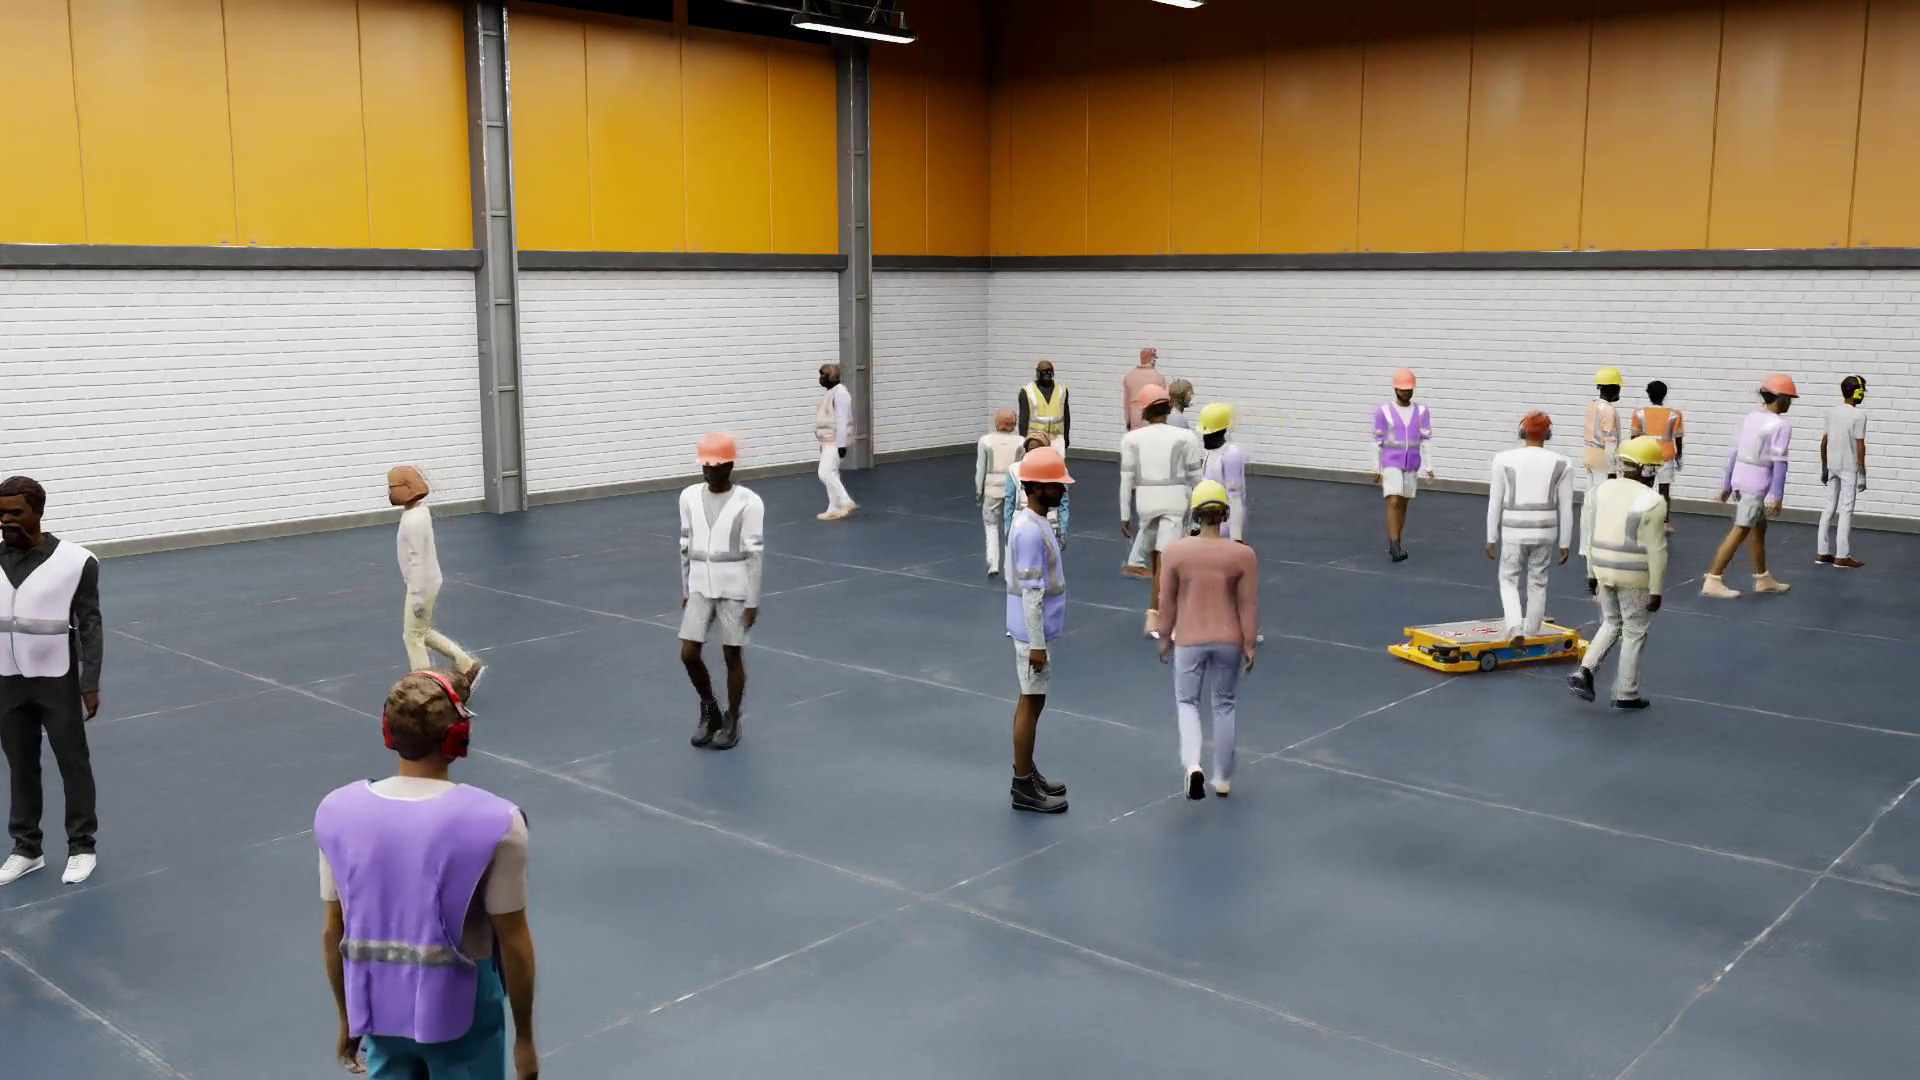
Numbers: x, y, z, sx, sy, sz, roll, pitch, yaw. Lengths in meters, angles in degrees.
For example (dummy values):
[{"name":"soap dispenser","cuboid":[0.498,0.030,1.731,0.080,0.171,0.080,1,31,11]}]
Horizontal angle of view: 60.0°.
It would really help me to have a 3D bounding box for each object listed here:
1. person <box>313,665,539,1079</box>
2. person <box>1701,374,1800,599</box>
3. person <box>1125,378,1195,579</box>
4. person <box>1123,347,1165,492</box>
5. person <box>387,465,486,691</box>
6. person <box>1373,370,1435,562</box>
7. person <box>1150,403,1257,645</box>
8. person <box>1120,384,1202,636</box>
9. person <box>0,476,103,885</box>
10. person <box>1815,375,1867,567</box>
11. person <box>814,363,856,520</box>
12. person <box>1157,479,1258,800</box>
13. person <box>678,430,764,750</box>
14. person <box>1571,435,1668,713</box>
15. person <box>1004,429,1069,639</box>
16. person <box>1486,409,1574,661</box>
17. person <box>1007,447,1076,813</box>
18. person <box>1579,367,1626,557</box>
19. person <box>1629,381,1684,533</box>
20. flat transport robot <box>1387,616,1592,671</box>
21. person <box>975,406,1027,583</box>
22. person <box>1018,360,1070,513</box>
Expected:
[{"name":"person","cuboid":[-1.367,1.241,4.282,0.566,1.845,0.390,2,9,10]},{"name":"person","cuboid":[6.981,-0.463,14.627,0.895,1.979,0.629,-1,9,-4]},{"name":"person","cuboid":[2.025,-0.558,15.483,1.039,1.887,0.638,1,9,5]},{"name":"person","cuboid":[2.437,-1.554,21.645,0.651,1.904,0.403,8,12,42]},{"name":"person","cuboid":[-3.416,0.314,10.778,0.505,1.620,0.524,-2,9,-10]},{"name":"person","cuboid":[4.410,-0.722,16.449,0.548,1.899,0.923,-1,9,-5]},{"name":"person","cuboid":[1.861,-0.104,12.620,0.933,1.864,0.660,0,9,-2]},{"name":"person","cuboid":[1.607,-0.255,13.301,0.634,1.968,1.098,4,10,23]},{"name":"person","cuboid":[-4.297,0.648,7.769,0.587,1.920,0.391,0,9,0]},{"name":"person","cuboid":[8.614,-0.668,16.203,0.309,1.864,0.534,-3,9,-16]},{"name":"person","cuboid":[-1.477,-1.125,19.191,0.452,1.824,0.648,-3,10,-18]},{"name":"person","cuboid":[1.328,0.557,8.906,0.540,1.742,0.611,0,9,3]},{"name":"person","cuboid":[-1.433,0.310,9.853,0.556,1.923,0.479,3,9,16]},{"name":"person","cuboid":[4.275,0.230,10.712,0.475,1.813,0.613,-5,10,-27]},{"name":"person","cuboid":[0.595,-0.046,13.007,0.513,1.640,0.309,2,9,13]},{"name":"person","cuboid":[4.142,-0.015,12.090,0.598,1.868,0.541,2,9,13]},{"name":"person","cuboid":[0.428,0.468,8.838,0.358,1.936,0.552,0,9,3]},{"name":"person","cuboid":[6.394,-0.756,16.549,0.363,1.930,0.587,0,9,-1]},{"name":"person","cuboid":[7.625,-0.899,18.234,0.579,1.689,0.311,3,10,18]},{"name":"flat transport robot","cuboid":[3.942,0.755,12.258,1.431,0.197,0.652,-4,10,-22]},{"name":"person","cuboid":[0.413,-0.426,15.437,0.551,1.619,0.540,0,9,0]},{"name":"person","cuboid":[1.028,-1.216,19.782,0.661,1.815,0.762,-2,9,-11]}]
